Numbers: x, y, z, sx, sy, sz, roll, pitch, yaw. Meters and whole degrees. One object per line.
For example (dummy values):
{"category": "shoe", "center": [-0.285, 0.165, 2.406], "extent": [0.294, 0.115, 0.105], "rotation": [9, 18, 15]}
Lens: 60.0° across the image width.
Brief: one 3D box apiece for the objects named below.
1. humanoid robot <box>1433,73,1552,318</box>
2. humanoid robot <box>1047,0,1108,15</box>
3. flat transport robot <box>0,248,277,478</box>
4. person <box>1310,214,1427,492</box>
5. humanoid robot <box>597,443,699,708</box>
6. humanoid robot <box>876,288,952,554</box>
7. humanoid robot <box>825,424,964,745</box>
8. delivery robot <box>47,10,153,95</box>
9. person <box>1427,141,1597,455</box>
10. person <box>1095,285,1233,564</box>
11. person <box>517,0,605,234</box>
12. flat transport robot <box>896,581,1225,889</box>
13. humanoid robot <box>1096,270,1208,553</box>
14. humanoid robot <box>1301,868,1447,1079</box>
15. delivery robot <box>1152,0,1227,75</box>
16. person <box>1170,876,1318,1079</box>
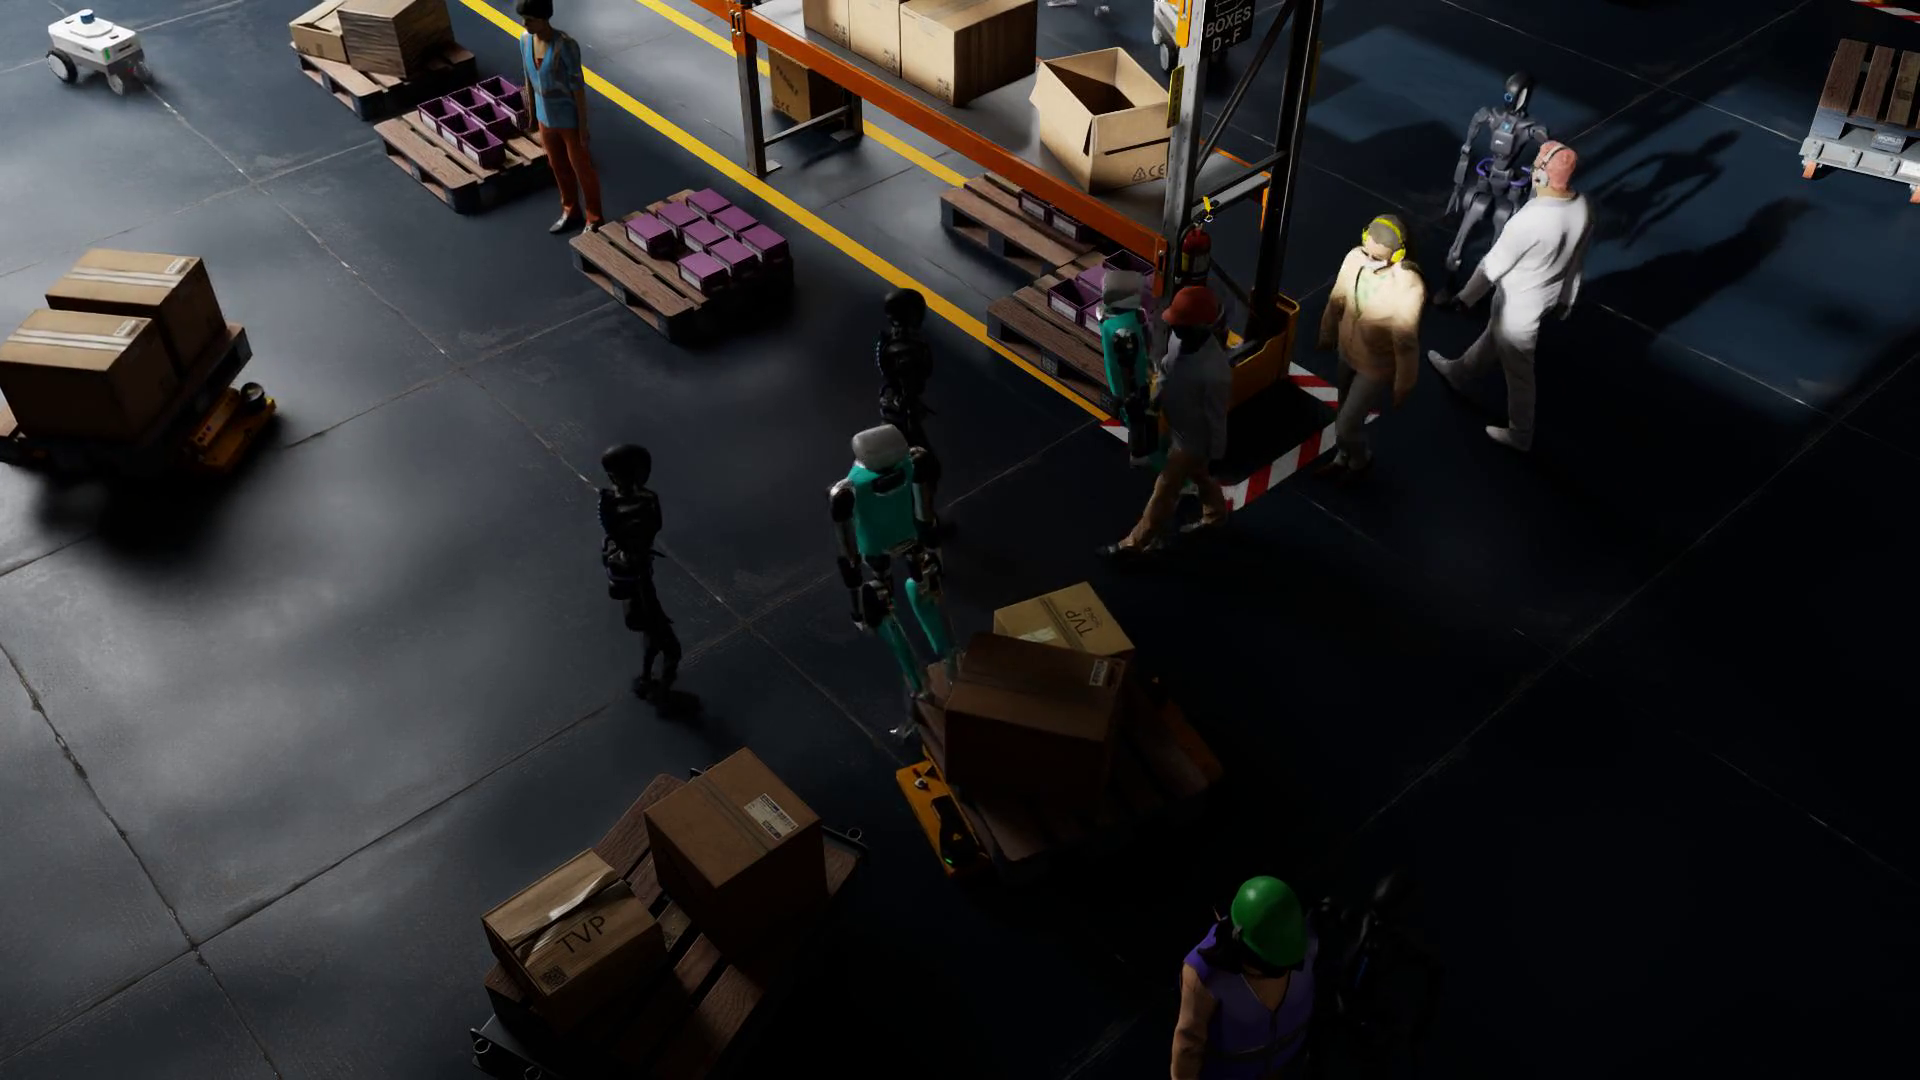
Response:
{"category": "humanoid robot", "center": [3.347, -2.129, 10.372], "extent": [0.609, 1.653, 0.363], "rotation": [28, 49, 27]}
{"category": "humanoid robot", "center": [1.021, -5.195, 13.669], "extent": [0.799, 1.791, 0.530], "rotation": [-24, 48, -24]}
{"category": "flat transport robot", "center": [-4.895, -0.714, 9.872], "extent": [1.431, 0.231, 0.659], "rotation": [6, 43, 6]}
{"category": "person", "center": [2.187, -0.981, 8.990], "extent": [0.465, 1.852, 0.654], "rotation": [-21, 47, -22]}
{"category": "humanoid robot", "center": [-1.499, 0.184, 7.860], "extent": [0.331, 1.658, 0.613], "rotation": [-11, 44, -12]}
{"category": "humanoid robot", "center": [-0.231, -0.600, 8.702], "extent": [0.384, 1.648, 0.602], "rotation": [-3, 43, -3]}
{"category": "humanoid robot", "center": [-0.210, 0.334, 7.657], "extent": [0.542, 1.782, 0.736], "rotation": [-25, 48, -25]}
{"category": "delivery robot", "center": [-6.807, -3.875, 13.113], "extent": [0.808, 0.614, 0.499], "rotation": [22, 47, 22]}
{"category": "person", "center": [3.108, -1.423, 9.468], "extent": [0.636, 1.859, 0.979], "rotation": [-28, 50, -27]}
{"category": "person", "center": [1.137, -0.603, 8.686], "extent": [0.819, 1.705, 0.574], "rotation": [-7, 43, -8]}
{"category": "person", "center": [-2.662, -2.807, 11.048], "extent": [0.497, 1.759, 0.332], "rotation": [21, 47, 21]}
{"category": "flat transport robot", "center": [0.477, 1.091, 7.908], "extent": [1.431, 0.231, 0.659], "rotation": [-17, 45, -17]}
{"category": "humanoid robot", "center": [1.055, -0.605, 8.705], "extent": [0.768, 1.815, 0.536], "rotation": [-3, 43, -3]}
{"category": "humanoid robot", "center": [1.447, 1.733, 6.169], "extent": [0.609, 1.653, 0.333], "rotation": [22, 47, 22]}
{"category": "delivery robot", "center": [1.816, -4.115, 13.361], "extent": [0.499, 0.597, 0.798], "rotation": [-9, 43, -10]}
{"category": "person", "center": [0.975, 1.802, 5.907], "extent": [0.544, 1.930, 0.402], "rotation": [-20, 46, -20]}
